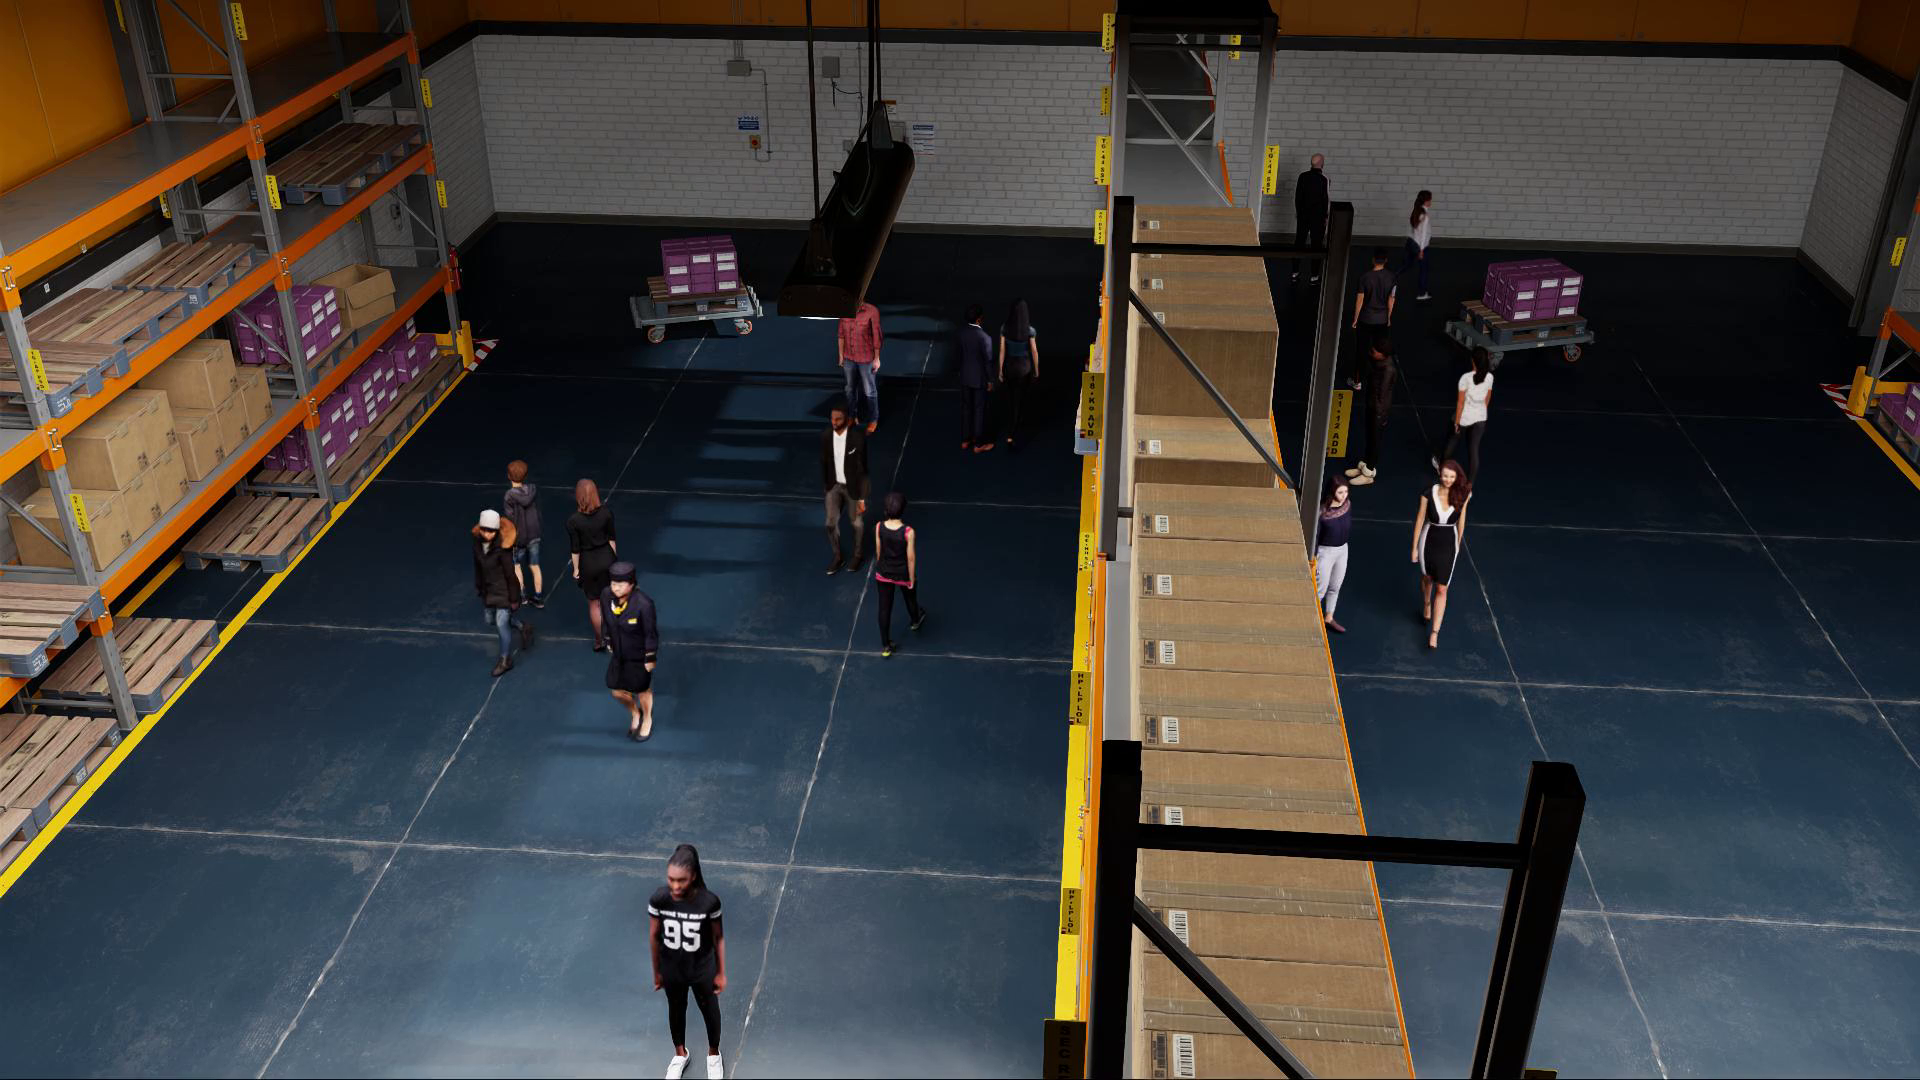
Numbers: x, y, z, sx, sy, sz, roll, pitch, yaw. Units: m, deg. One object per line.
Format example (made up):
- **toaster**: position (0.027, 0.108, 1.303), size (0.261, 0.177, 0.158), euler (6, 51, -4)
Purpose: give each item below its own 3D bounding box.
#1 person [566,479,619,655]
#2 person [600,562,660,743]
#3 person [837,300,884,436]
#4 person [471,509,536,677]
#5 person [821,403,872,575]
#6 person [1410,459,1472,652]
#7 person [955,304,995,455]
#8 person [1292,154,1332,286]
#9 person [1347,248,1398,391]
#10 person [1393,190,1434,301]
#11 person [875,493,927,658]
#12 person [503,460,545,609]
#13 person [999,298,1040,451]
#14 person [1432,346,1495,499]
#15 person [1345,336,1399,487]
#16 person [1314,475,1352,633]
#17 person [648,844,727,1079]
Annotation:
- **person**: position (-3.208, 0.235, 14.720), size (0.661, 1.706, 0.690), euler (-17, 33, -28)
- **person**: position (-2.627, 0.877, 13.586), size (0.808, 1.665, 0.791), euler (12, 31, 22)
- **person**: position (-1.136, -2.096, 18.865), size (0.758, 1.830, 0.676), euler (12, 31, 21)
- **person**: position (-3.962, 0.407, 14.502), size (0.828, 1.613, 0.924), euler (17, 33, 28)
- **person**: position (-1.049, -0.530, 16.043), size (0.788, 1.783, 0.789), euler (10, 30, 17)
- **person**: position (4.293, 0.050, 15.008), size (0.675, 1.756, 1.115), euler (5, 29, 9)
- **person**: position (0.154, -1.795, 18.421), size (0.713, 1.726, 0.722), euler (21, 35, 33)
- **person**: position (4.910, -4.493, 23.252), size (0.759, 1.837, 0.766), euler (20, 34, 32)
- **person**: position (4.954, -2.651, 19.951), size (0.669, 1.764, 0.607), euler (-3, 29, -5)
- **person**: position (6.139, -3.984, 22.636), size (0.862, 1.532, 1.020), euler (-9, 30, -17)
- **person**: position (-0.605, 0.328, 14.742), size (0.707, 1.523, 1.016), euler (8, 30, 15)
- **person**: position (-4.045, -0.018, 15.487), size (0.787, 1.416, 0.728), euler (21, 35, 33)
- **person**: position (0.626, -1.802, 18.478), size (0.677, 1.684, 1.120), euler (6, 29, 11)
- **person**: position (5.395, -1.208, 17.470), size (0.764, 1.607, 1.078), euler (-5, 29, -10)
- **person**: position (4.468, -1.392, 17.751), size (0.664, 1.661, 0.602), euler (15, 32, 26)
- **person**: position (3.339, 0.144, 14.993), size (0.682, 1.605, 0.724), euler (-19, 34, -31)
- **person**: position (-1.673, 2.640, 10.290), size (0.612, 1.728, 0.576), euler (1, 29, 2)
